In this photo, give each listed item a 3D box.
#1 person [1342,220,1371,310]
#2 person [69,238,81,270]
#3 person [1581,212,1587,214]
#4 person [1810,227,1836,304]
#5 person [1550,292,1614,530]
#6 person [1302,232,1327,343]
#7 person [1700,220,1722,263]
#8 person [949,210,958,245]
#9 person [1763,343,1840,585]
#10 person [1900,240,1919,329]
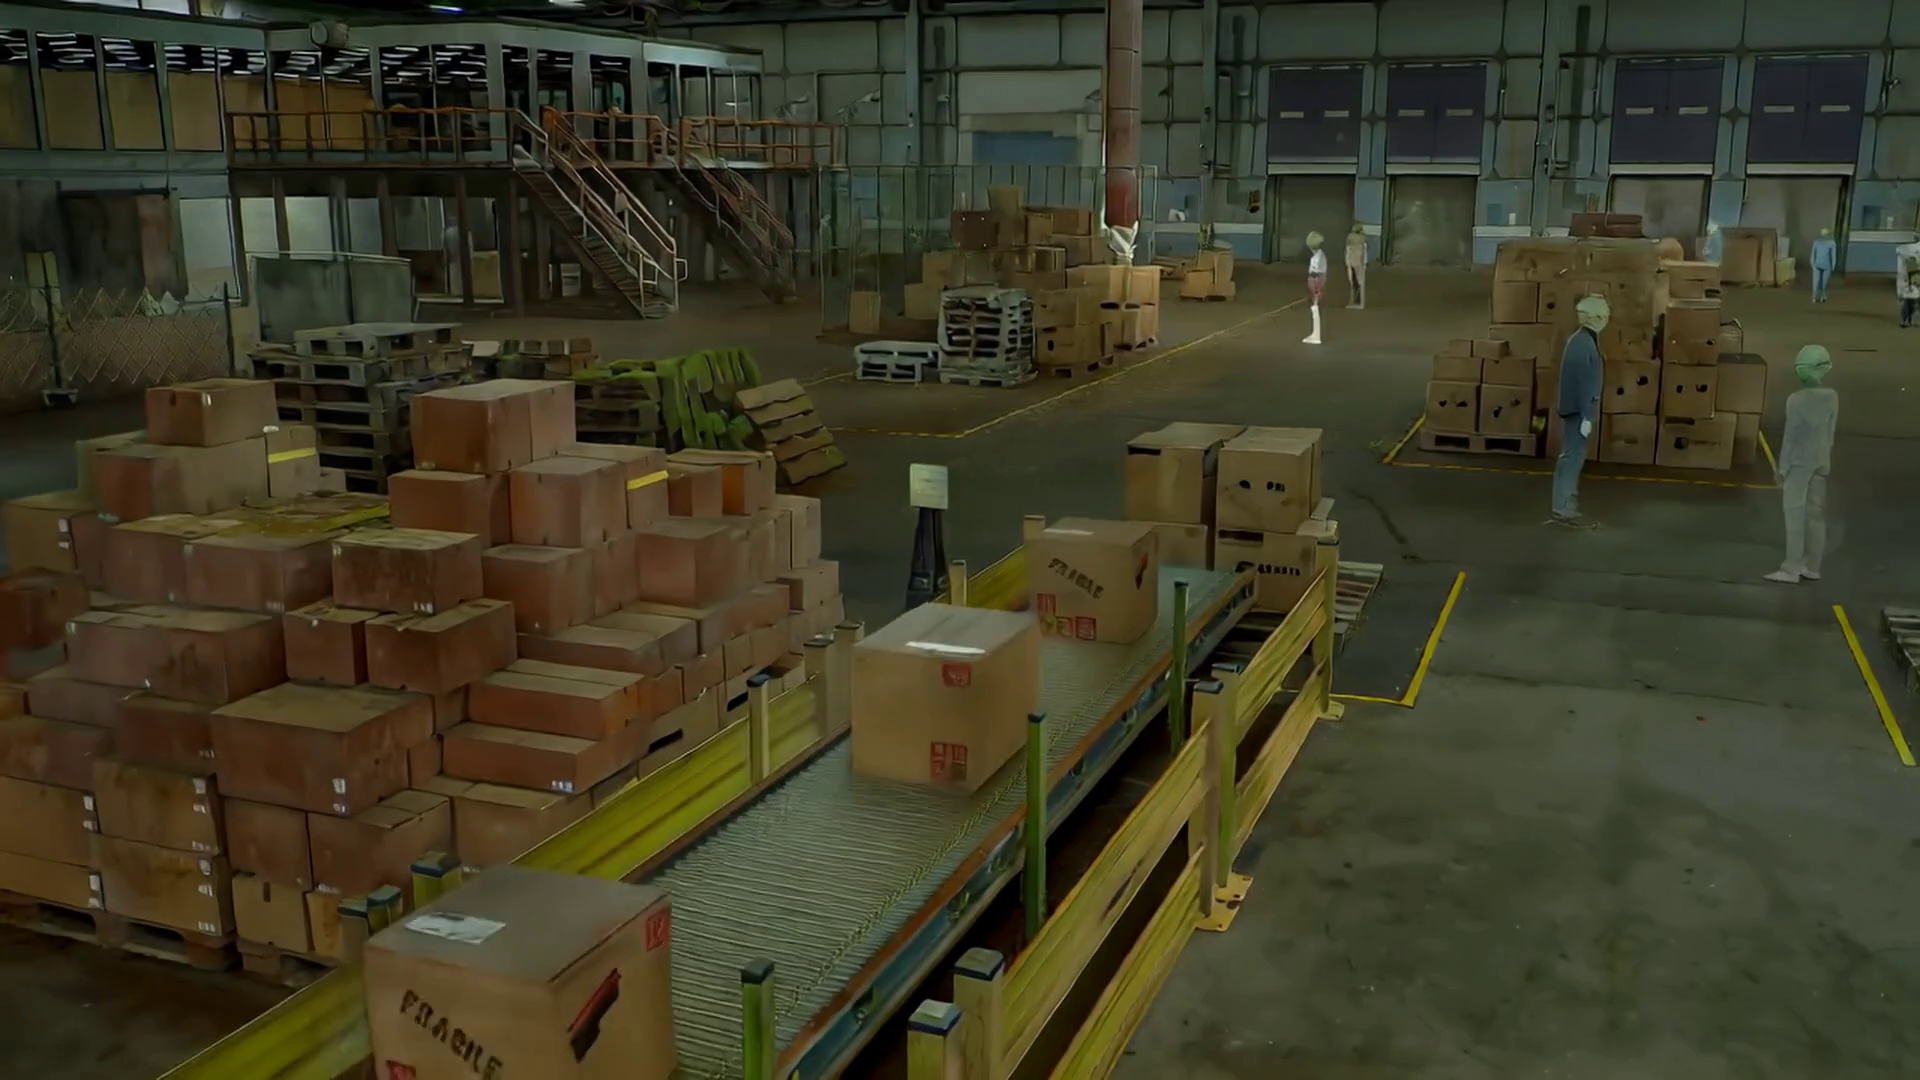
[{"bbox_3d":[8.584,-5.949,36.005,0.350,1.936,0.635,-9,15,-34],"label":"person"},{"bbox_3d":[-20.768,-6.465,39.023,0.520,1.608,0.670,1,13,4],"label":"person"},{"bbox_3d":[15.734,-7.325,42.153,0.384,1.948,0.605,9,15,35],"label":"person"},{"bbox_3d":[19.556,-6.221,37.702,0.490,1.729,0.550,8,15,31],"label":"person"},{"bbox_3d":[5.269,-1.094,14.092,0.395,1.994,0.613,2,13,9],"label":"person"},{"bbox_3d":[6.224,-4.417,29.167,0.376,1.927,0.543,3,13,13],"label":"person"},{"bbox_3d":[17.690,-6.628,39.295,0.492,1.824,0.656,0,13,2],"label":"person"},{"bbox_3d":[-0.149,-9.180,50.821,0.959,1.800,0.619,-3,13,-15],"label":"person"},{"bbox_3d":[6.185,-0.558,12.213,0.533,1.767,0.326,-6,14,-25],"label":"person"},{"bbox_3d":[18.236,-4.886,31.781,0.529,1.695,0.321,-10,16,-39],"label":"person"}]
